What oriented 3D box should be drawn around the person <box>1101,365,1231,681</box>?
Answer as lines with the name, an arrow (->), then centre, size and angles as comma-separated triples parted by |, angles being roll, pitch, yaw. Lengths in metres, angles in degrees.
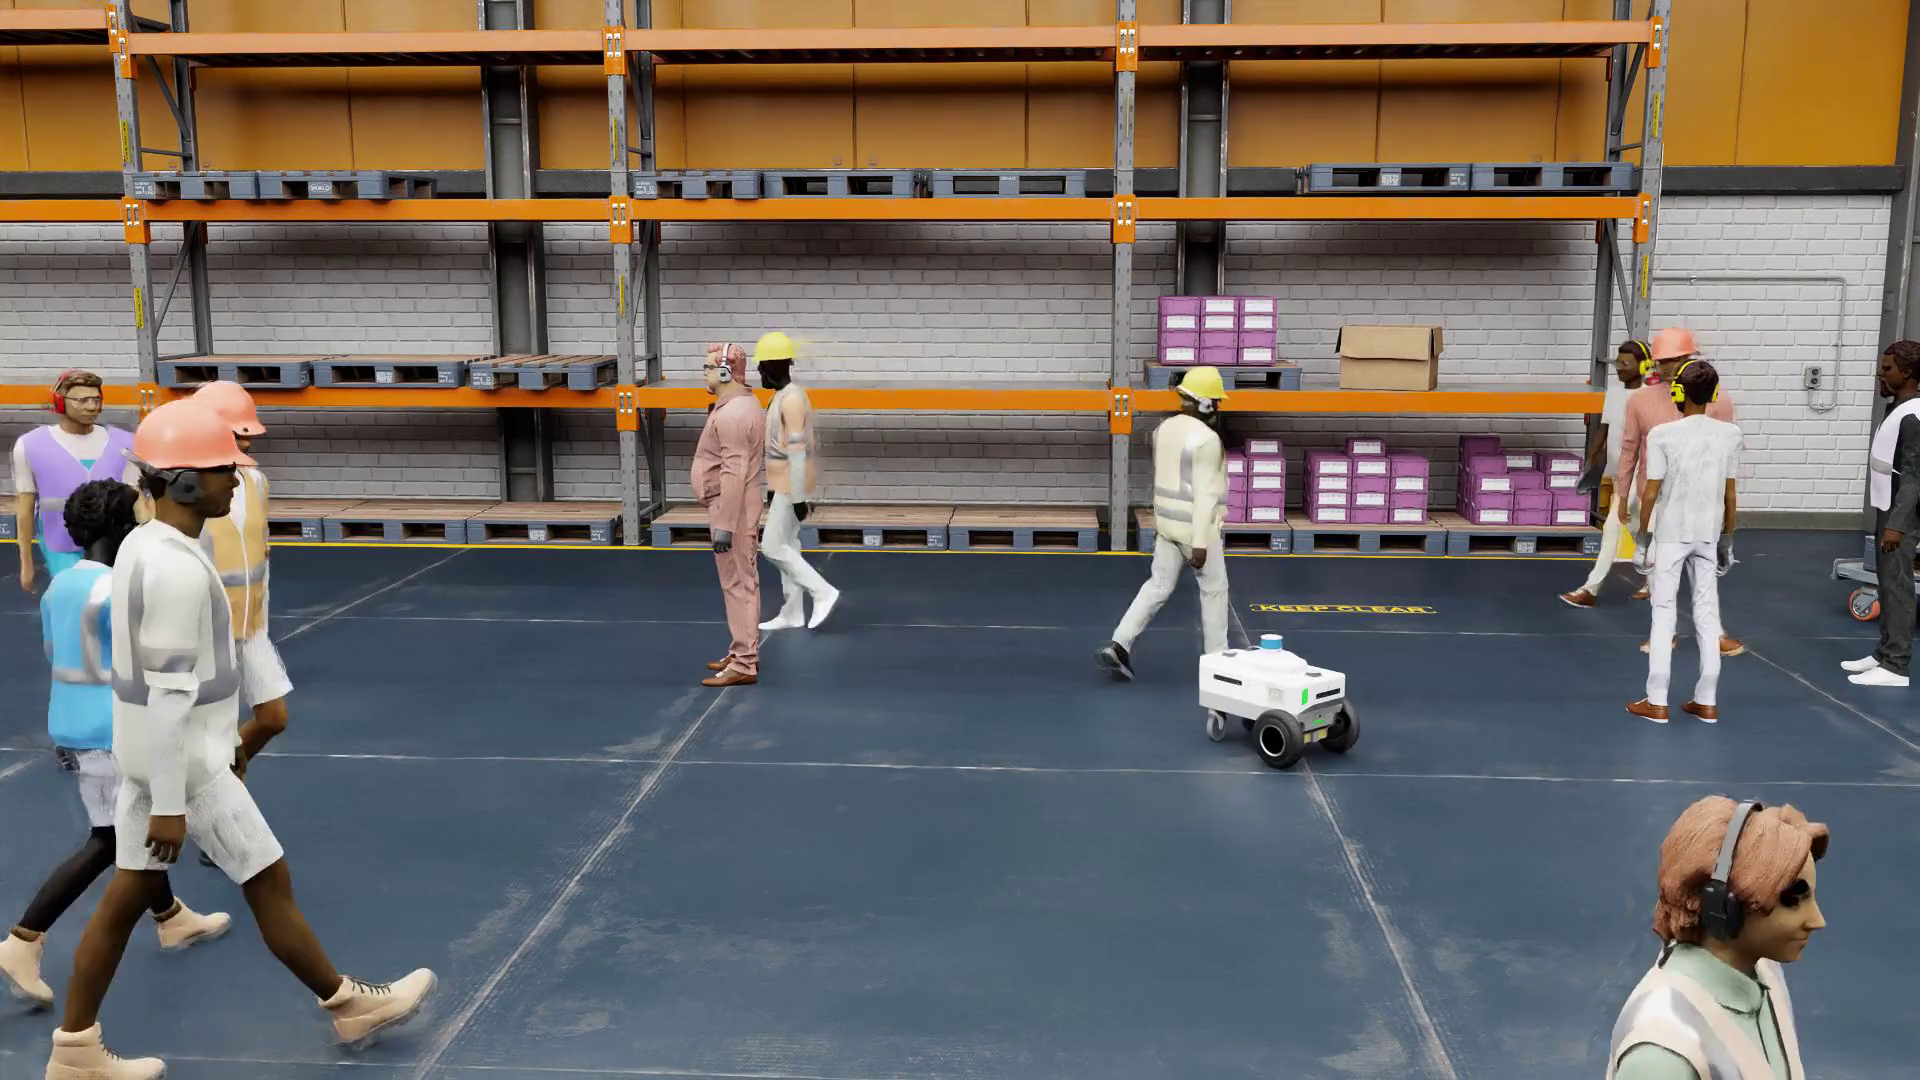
person -> 1.210, -0.084, 9.286 | 0.904, 1.794, 0.595 | -5, 11, -26

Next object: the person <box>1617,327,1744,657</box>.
person -> 4.274, -0.275, 9.867 | 0.741, 1.967, 0.522 | 5, 11, 29

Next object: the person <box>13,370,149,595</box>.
person -> -4.295, 0.075, 8.242 | 0.712, 1.816, 0.593 | 8, 12, 39

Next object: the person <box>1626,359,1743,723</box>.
person -> 3.711, 0.012, 8.500 | 0.507, 1.861, 0.313 | 0, 10, -2

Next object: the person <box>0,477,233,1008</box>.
person -> -2.845, 0.636, 5.422 | 0.544, 1.665, 0.777 | 8, 13, 40

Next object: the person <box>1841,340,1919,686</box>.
person -> 5.211, -0.144, 9.239 | 0.392, 1.920, 0.589 | 4, 11, 24

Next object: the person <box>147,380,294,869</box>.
person -> -2.843, 0.339, 6.426 | 0.485, 1.916, 0.548 | 4, 10, 22

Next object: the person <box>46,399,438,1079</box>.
person -> -2.138, 0.591, 4.744 | 1.093, 1.978, 0.629 | -7, 12, -34

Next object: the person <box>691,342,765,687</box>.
person -> -1.288, -0.142, 9.267 | 0.409, 1.908, 0.639 | 0, 10, -1

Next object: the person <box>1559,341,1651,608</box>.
person -> 4.522, -0.447, 11.326 | 0.997, 1.816, 0.515 | -3, 10, -16

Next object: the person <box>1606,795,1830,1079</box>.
person -> 1.149, 1.159, 2.547 | 0.856, 1.586, 0.536 | 7, 12, 36

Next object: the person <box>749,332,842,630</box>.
person -> -1.082, -0.351, 10.479 | 0.476, 1.913, 0.603 | -2, 10, -10

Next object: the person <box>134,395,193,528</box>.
person -> -4.492, -0.031, 9.526 | 0.615, 1.596, 0.320 | -1, 10, -5

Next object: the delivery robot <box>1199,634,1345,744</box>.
delivery robot -> 1.491, 0.699, 8.016 | 0.477, 0.478, 0.707 | -8, 13, -39
